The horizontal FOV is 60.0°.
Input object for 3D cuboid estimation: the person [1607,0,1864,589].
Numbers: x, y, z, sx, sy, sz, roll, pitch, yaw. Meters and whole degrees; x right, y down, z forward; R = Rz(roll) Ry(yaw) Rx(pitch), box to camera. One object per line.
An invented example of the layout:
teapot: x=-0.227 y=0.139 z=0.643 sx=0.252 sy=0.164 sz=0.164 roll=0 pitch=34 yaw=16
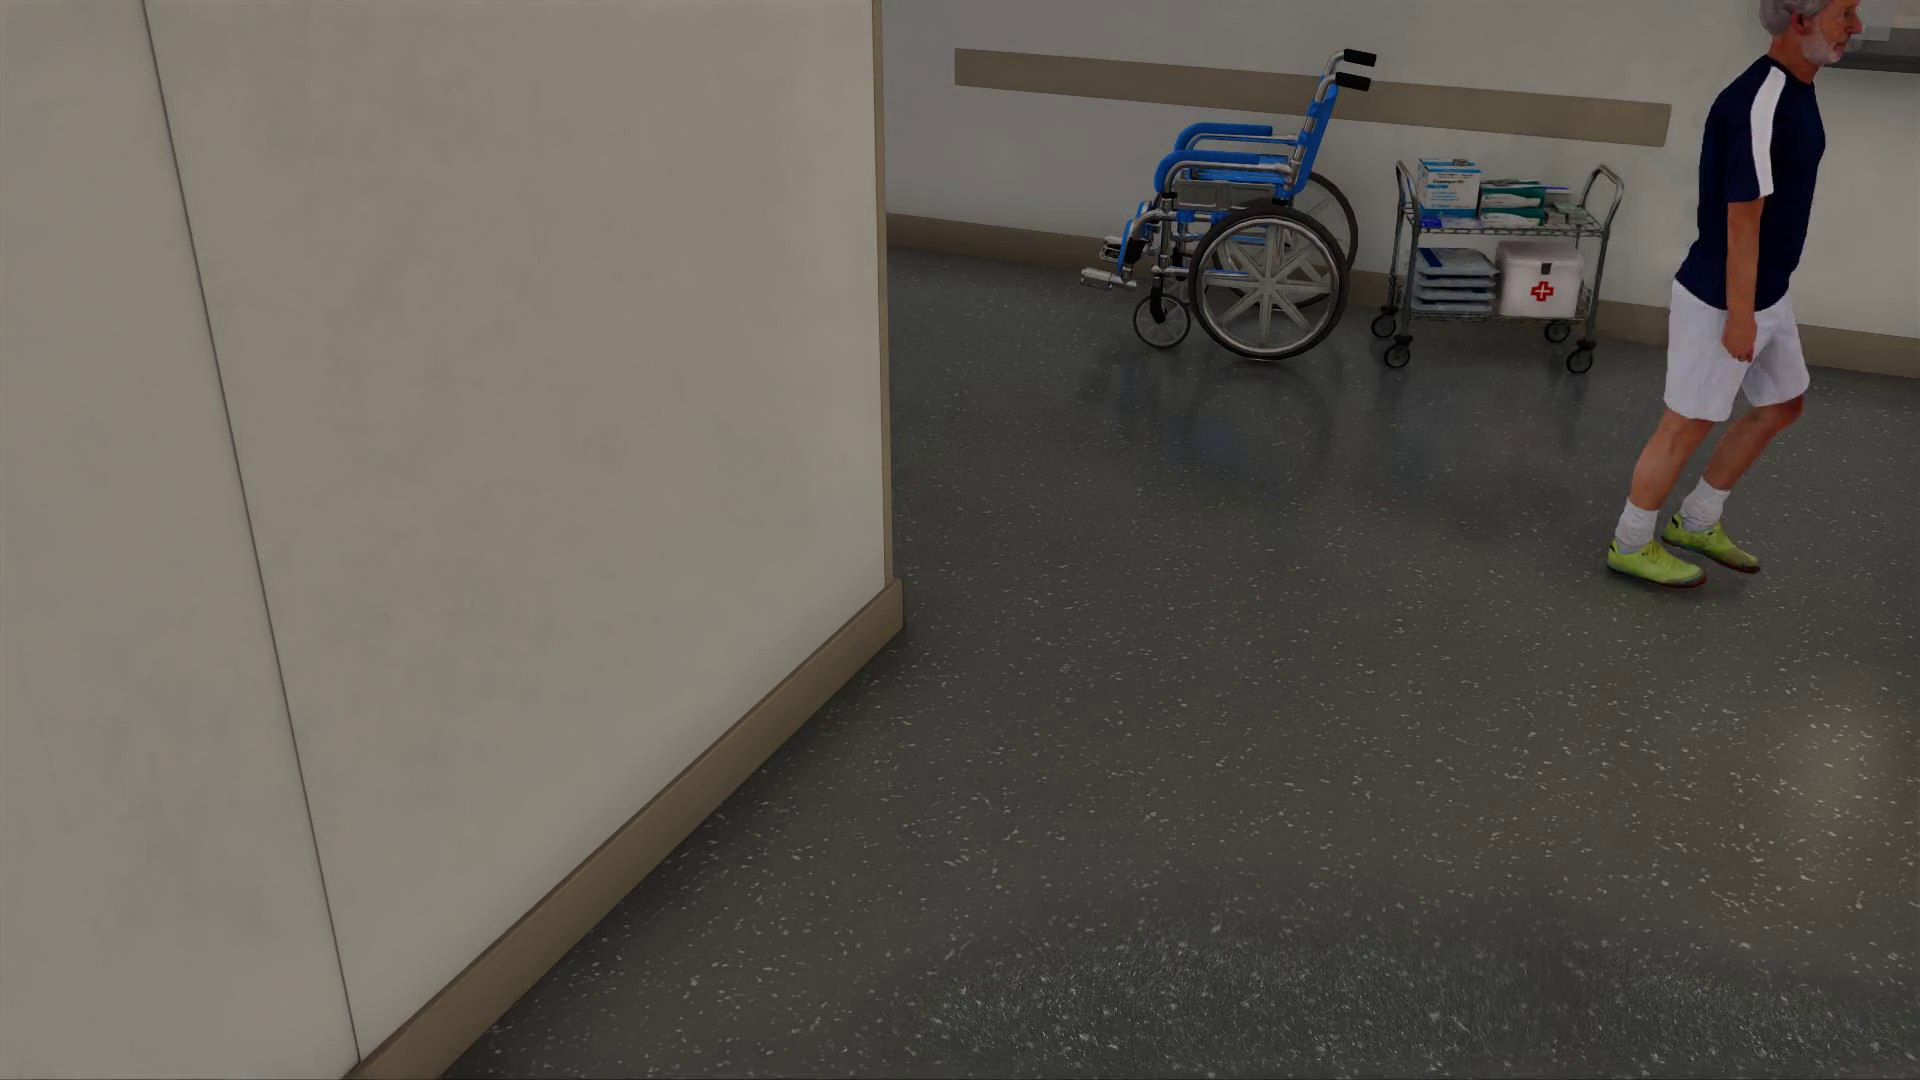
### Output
person: x=2.101 y=-0.717 z=4.696 sx=0.761 sy=1.819 sz=0.636 roll=17 pitch=30 yaw=31
